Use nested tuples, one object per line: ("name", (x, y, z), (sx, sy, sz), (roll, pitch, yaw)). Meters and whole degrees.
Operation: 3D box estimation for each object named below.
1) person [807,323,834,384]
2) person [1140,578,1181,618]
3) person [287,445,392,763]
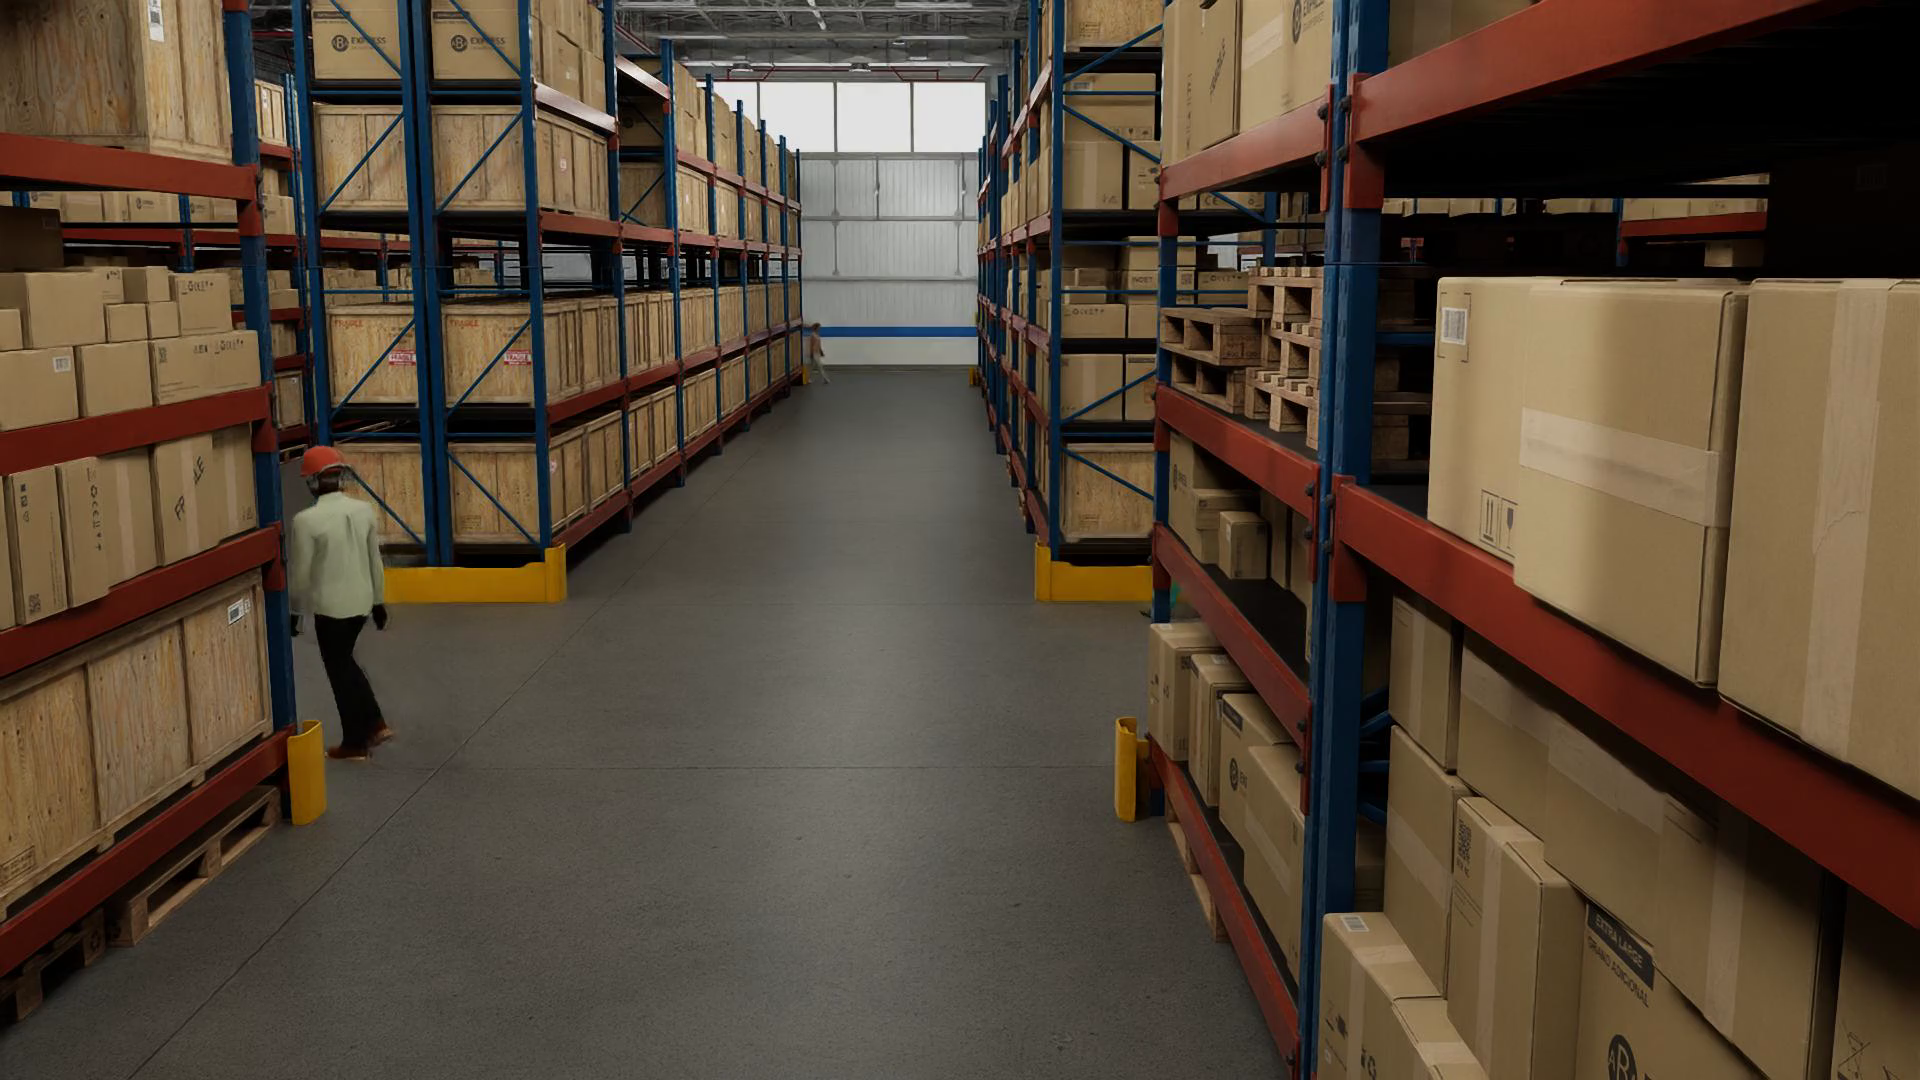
("person", (-3.745, -4.902, 43.825), (0.849, 1.592, 0.527), (1, 9, 3))
("person", (2.050, -0.161, 14.417), (0.924, 1.721, 0.528), (-1, 9, -3))
("person", (-3.836, 0.404, 10.183), (0.466, 1.968, 0.611), (3, 10, 19))
